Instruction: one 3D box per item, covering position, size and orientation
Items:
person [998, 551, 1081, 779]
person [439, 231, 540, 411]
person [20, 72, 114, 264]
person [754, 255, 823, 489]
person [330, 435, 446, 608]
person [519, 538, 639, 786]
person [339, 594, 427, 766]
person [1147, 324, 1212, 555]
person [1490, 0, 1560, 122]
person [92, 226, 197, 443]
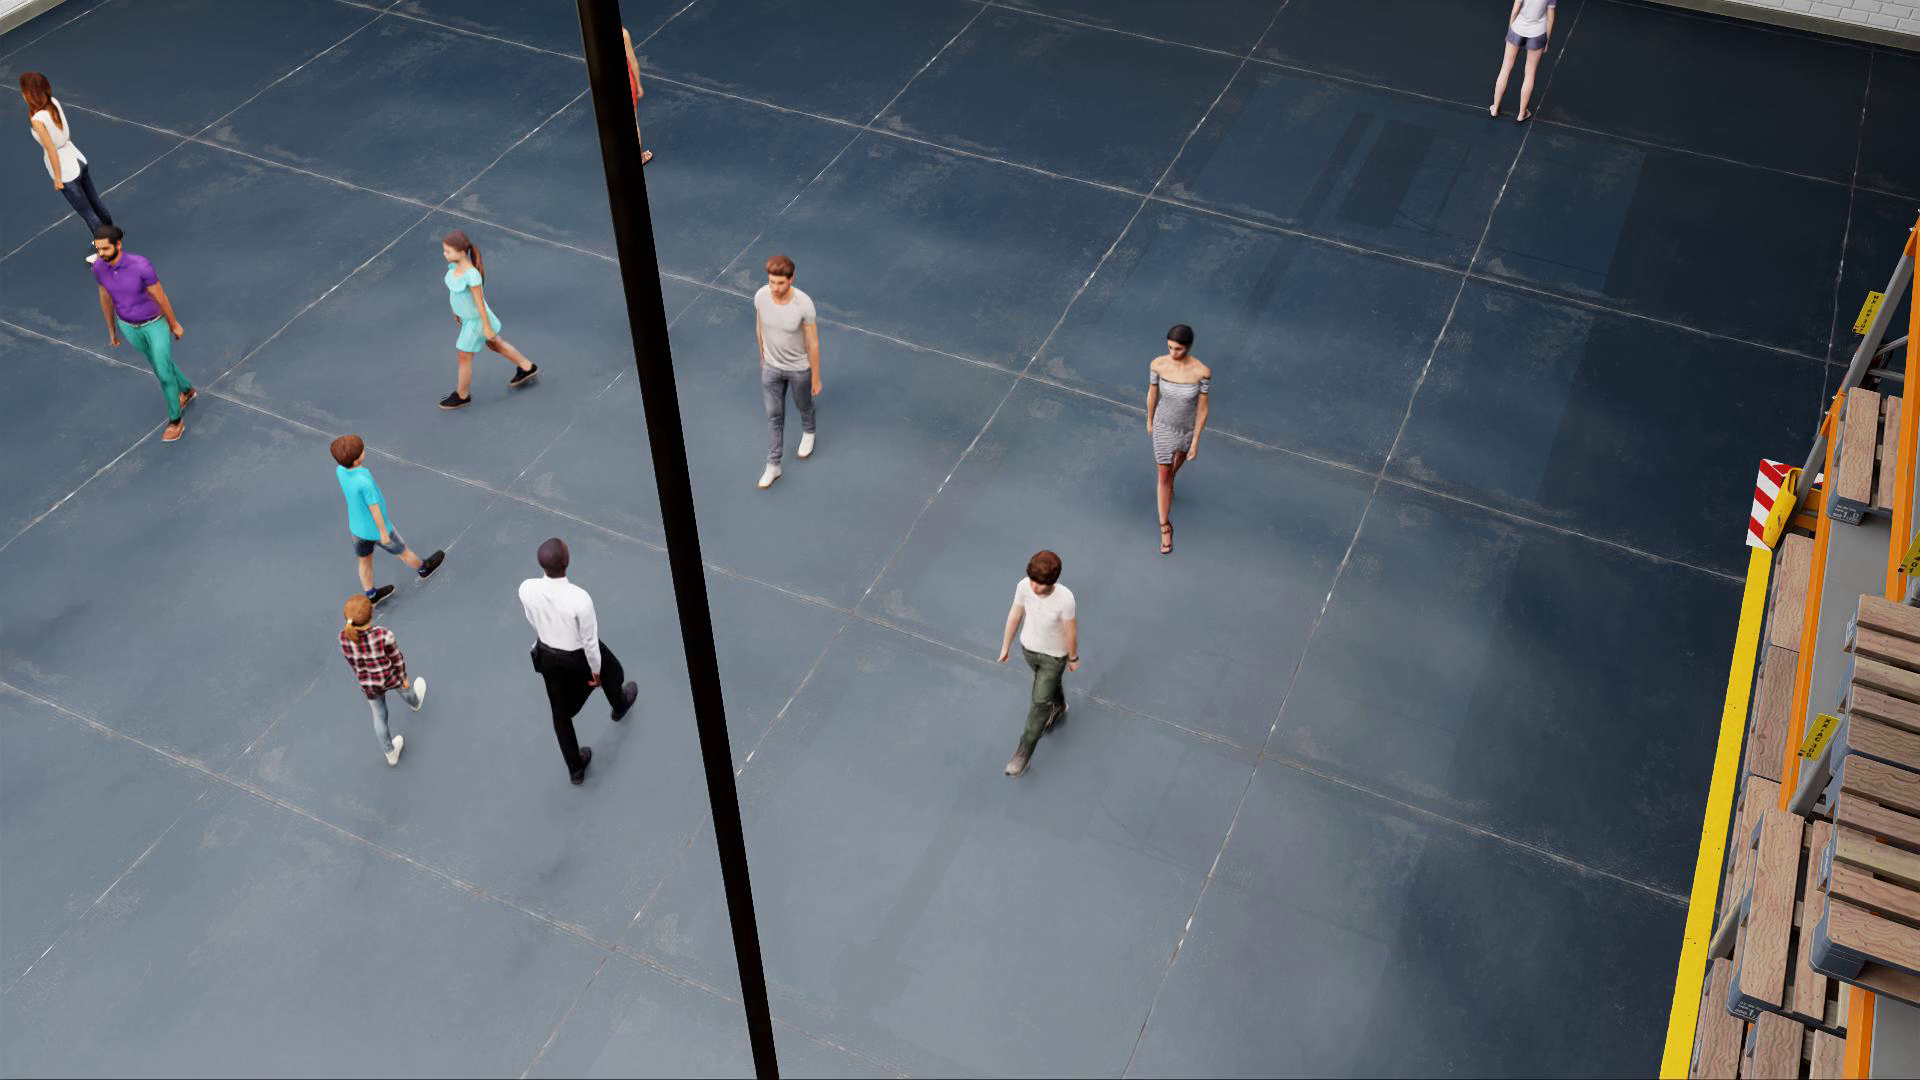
[{"bbox_3d":[0.575,0.640,10.406,0.729,1.623,1.074,26,49,25],"label":"person"},{"bbox_3d":[-3.712,-1.747,12.985,1.129,1.521,0.960,-22,48,-22],"label":"person"},{"bbox_3d":[-7.657,-3.208,14.327,0.726,1.785,0.604,-1,44,-1],"label":"person"},{"bbox_3d":[-1.232,-1.343,12.311,0.789,1.866,1.058,12,45,12],"label":"person"},{"bbox_3d":[-4.075,-0.091,11.314,0.635,1.427,0.900,26,49,25],"label":"person"},{"bbox_3d":[-2.414,0.791,10.115,0.834,1.804,1.125,6,44,6],"label":"person"},{"bbox_3d":[-3.645,0.893,10.393,0.777,1.273,0.954,0,44,-1],"label":"person"},{"bbox_3d":[1.564,-0.843,11.858,0.795,1.767,1.150,6,44,7],"label":"person"},{"bbox_3d":[5.512,-4.920,16.137,0.558,1.767,0.547,18,47,18],"label":"person"},{"bbox_3d":[-6.209,-1.699,12.772,0.807,1.745,1.023,6,44,6],"label":"person"}]
